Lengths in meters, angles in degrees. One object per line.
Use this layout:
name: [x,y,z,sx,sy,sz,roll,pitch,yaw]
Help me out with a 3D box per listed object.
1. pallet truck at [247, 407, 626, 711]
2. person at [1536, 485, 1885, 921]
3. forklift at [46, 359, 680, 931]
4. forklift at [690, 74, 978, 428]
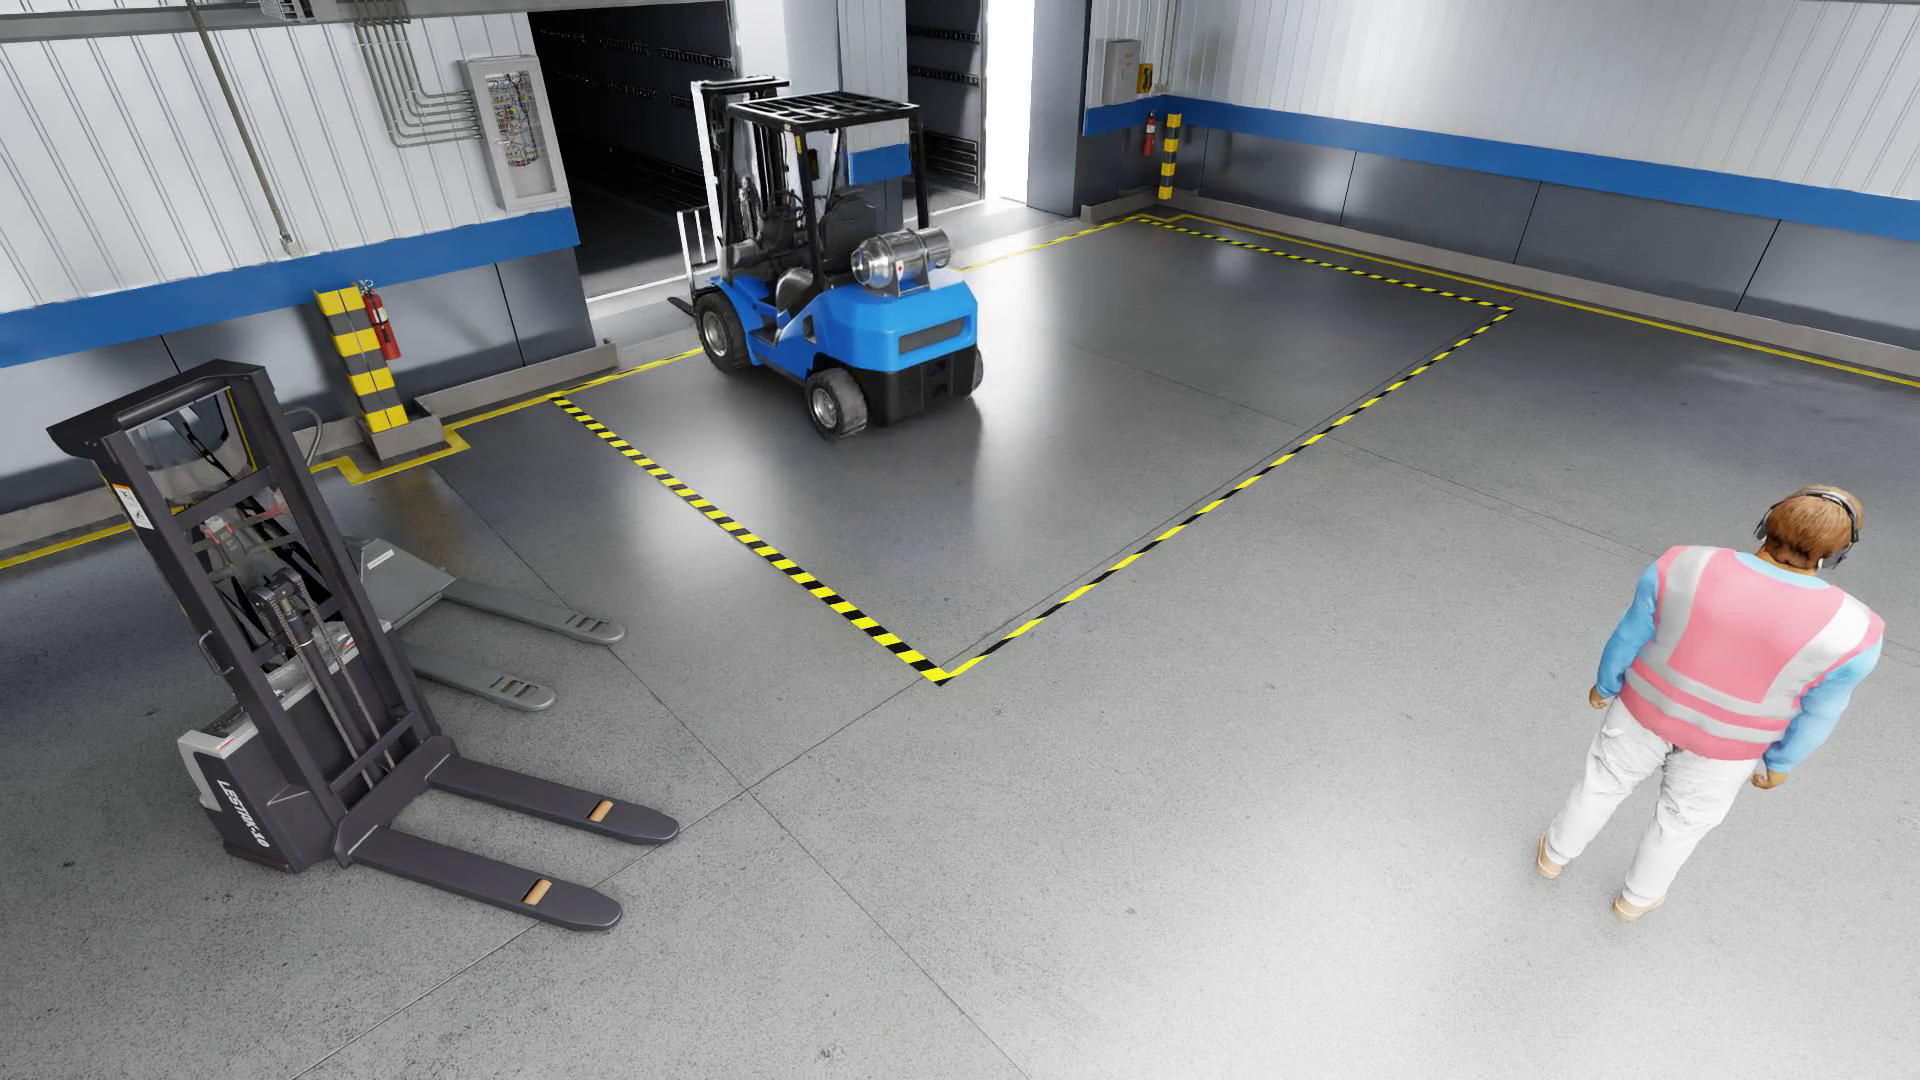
pallet truck: [-2.628,0.038,4.590,1.601,1.201,0.680,12,36,18]
person: [2.559,0.618,3.204,0.429,1.843,0.630,-28,43,-35]
forklift: [-2.135,0.422,3.354,1.885,1.965,0.823,10,35,14]
forklift: [-1.046,-2.309,7.049,1.157,2.036,2.680,-26,42,-33]
